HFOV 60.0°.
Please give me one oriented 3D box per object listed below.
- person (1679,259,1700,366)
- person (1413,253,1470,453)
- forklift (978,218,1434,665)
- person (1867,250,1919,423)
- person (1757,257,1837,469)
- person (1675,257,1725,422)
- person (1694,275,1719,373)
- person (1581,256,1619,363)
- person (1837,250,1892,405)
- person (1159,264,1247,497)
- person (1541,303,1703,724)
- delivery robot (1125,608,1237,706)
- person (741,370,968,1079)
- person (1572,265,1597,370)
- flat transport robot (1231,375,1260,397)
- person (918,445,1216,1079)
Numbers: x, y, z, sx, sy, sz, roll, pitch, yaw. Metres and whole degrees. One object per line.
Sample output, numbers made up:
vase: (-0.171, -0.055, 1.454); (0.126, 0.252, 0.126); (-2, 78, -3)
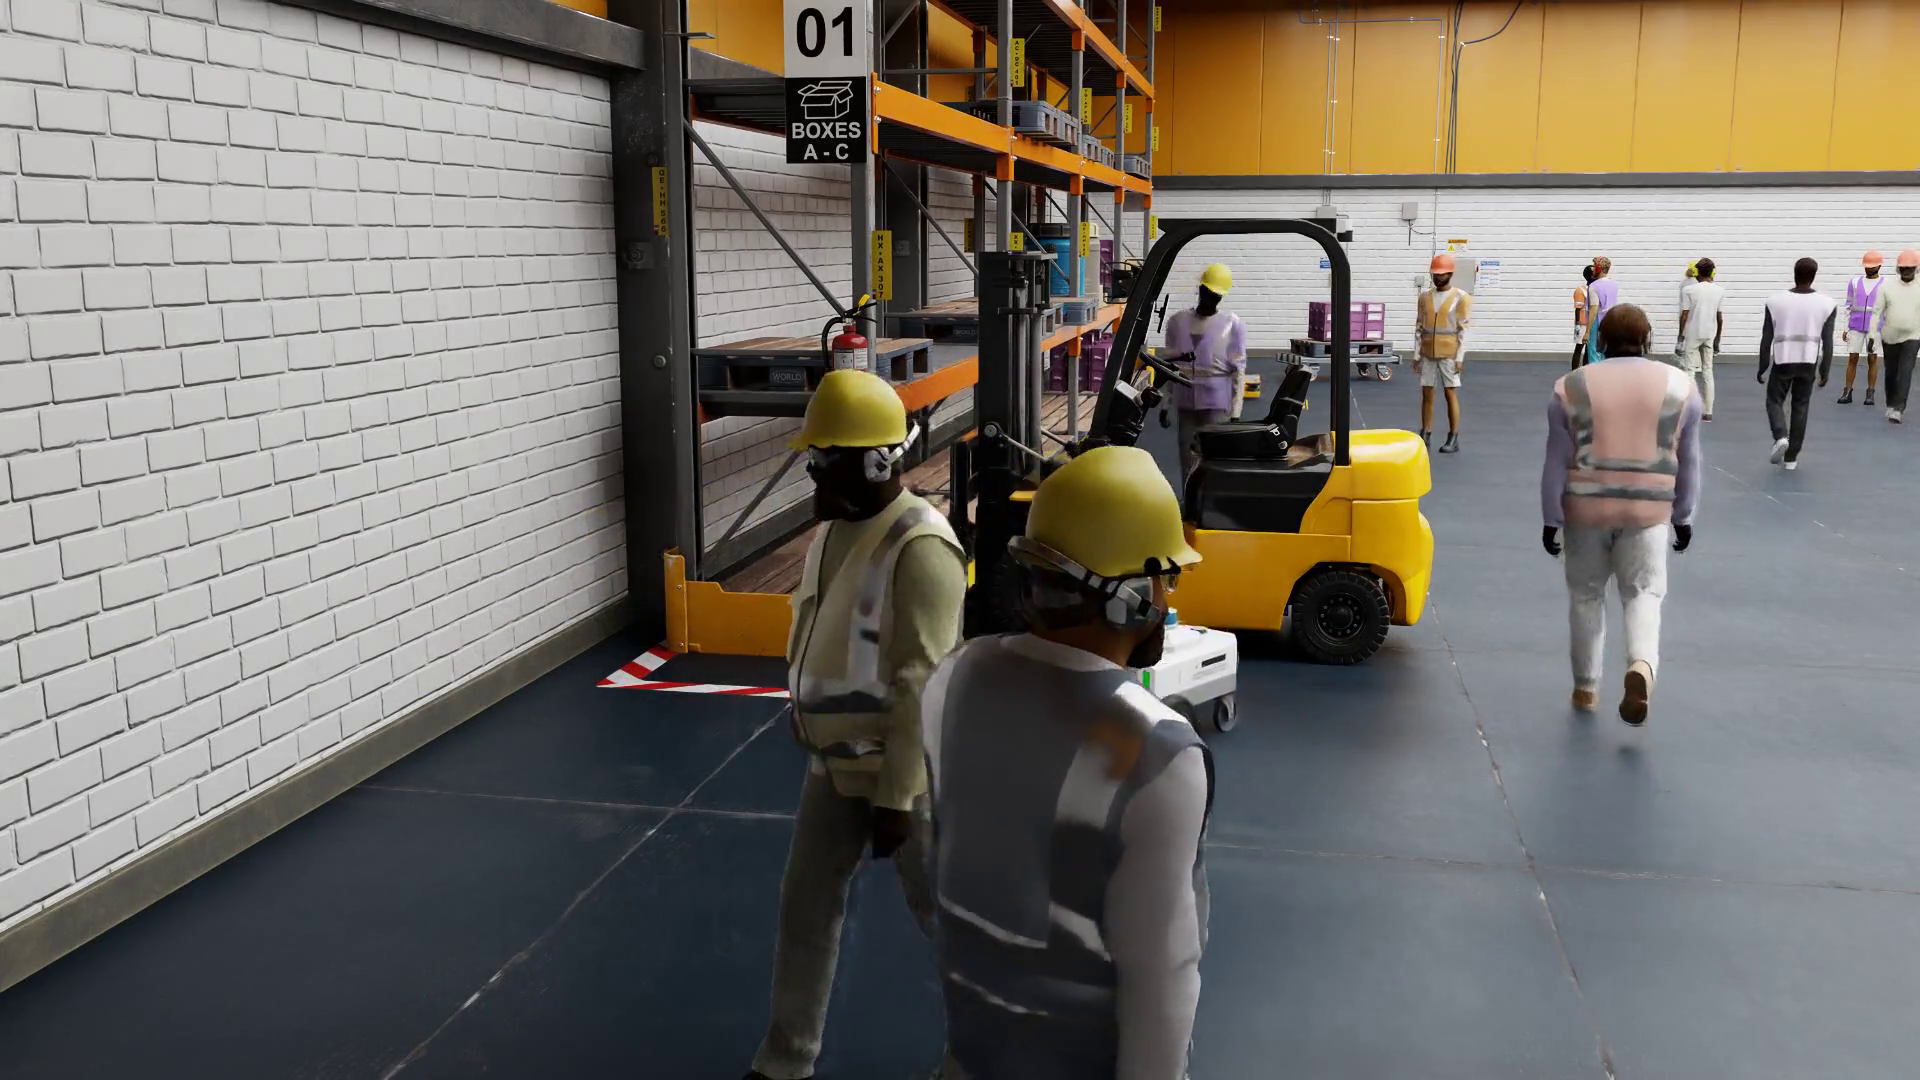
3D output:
person: (11.771, -3.637, 26.730); (0.343, 1.749, 0.493); (-3, 11, -18)
person: (4.659, -1.814, 16.194); (0.546, 1.931, 0.372); (9, 14, 41)
forklift: (1.285, -0.567, 8.635); (2.313, 2.155, 1.214); (2, 11, 11)
person: (10.732, -2.325, 18.984); (0.645, 1.940, 1.054); (7, 13, 34)
person: (7.513, -1.580, 14.960); (0.615, 1.907, 0.479); (4, 11, 20)
person: (8.388, -2.265, 18.878); (0.515, 1.862, 0.354); (0, 10, -2)
person: (11.485, -3.400, 25.676); (0.512, 1.645, 0.307); (-6, 12, -28)
person: (8.056, -2.639, 20.949); (0.566, 1.846, 0.389); (-9, 14, -41)
person: (11.329, -2.651, 20.790); (0.542, 1.929, 0.369); (8, 13, 39)
person: (1.676, -0.932, 11.465); (0.628, 1.900, 0.383); (8, 13, 36)
person: (2.821, -0.099, 7.122); (0.648, 1.818, 0.695); (3, 11, 16)
delivery robot: (0.844, 0.524, 6.893); (0.477, 0.478, 0.707); (9, 14, 41)
person: (-0.156, 0.487, 3.961); (0.904, 1.800, 0.606); (-6, 12, -31)
person: (8.914, -3.049, 23.607); (0.541, 1.696, 0.316); (-6, 12, -30)
flat transport robot: (3.647, -2.057, 22.079); (0.652, 0.197, 1.431); (2, 10, 9)
person: (0.161, 0.742, 2.591); (0.927, 1.791, 0.598); (-9, 14, -41)
